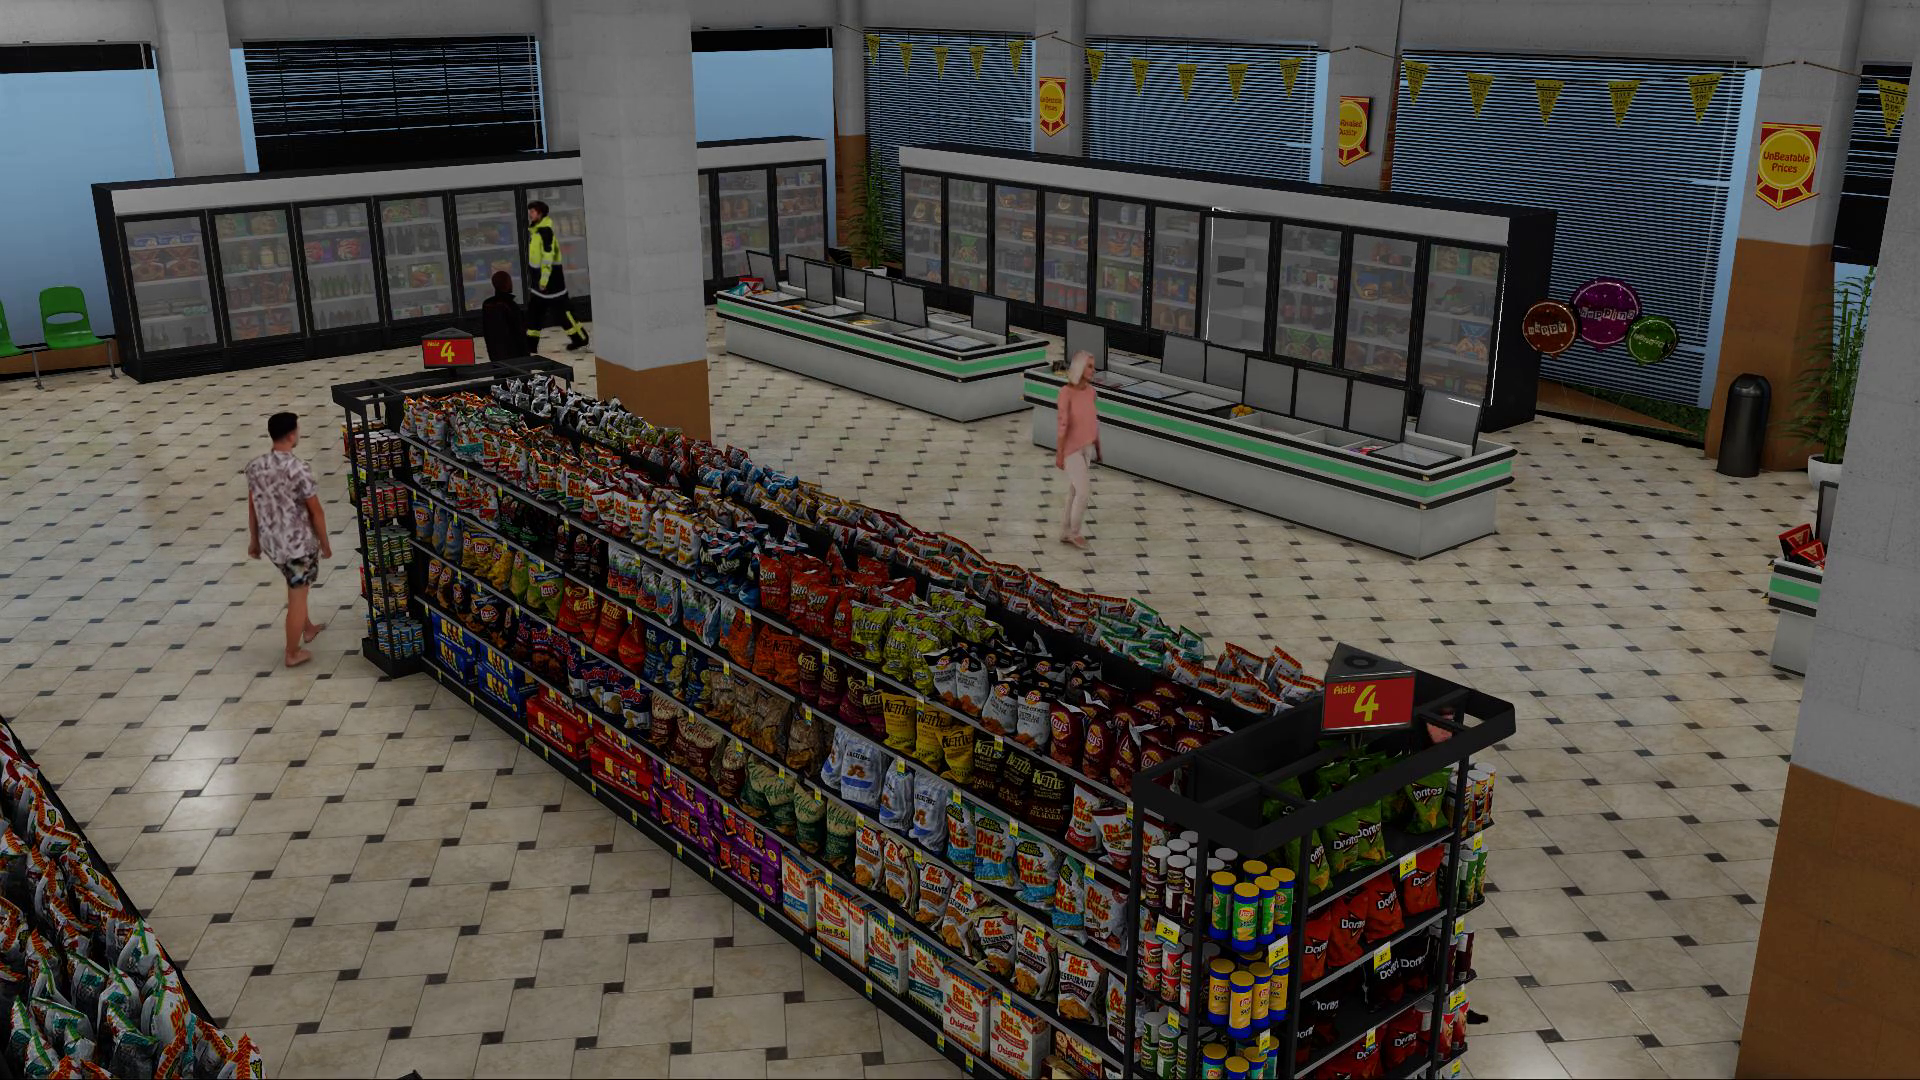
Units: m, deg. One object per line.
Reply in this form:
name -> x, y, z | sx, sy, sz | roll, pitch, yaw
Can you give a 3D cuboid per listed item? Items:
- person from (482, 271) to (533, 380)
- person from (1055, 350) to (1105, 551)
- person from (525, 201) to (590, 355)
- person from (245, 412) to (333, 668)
person -> -4.676, -1.879, 17.195 | 0.689, 1.825, 0.847 | 10, 21, 27
person -> 0.923, -0.769, 14.083 | 0.671, 1.711, 0.644 | 16, 24, 39
person -> -5.199, -3.336, 21.342 | 0.941, 1.937, 1.207 | -11, 22, -30
person -> -4.721, 0.030, 11.588 | 0.999, 1.791, 1.027 | 4, 19, 12
